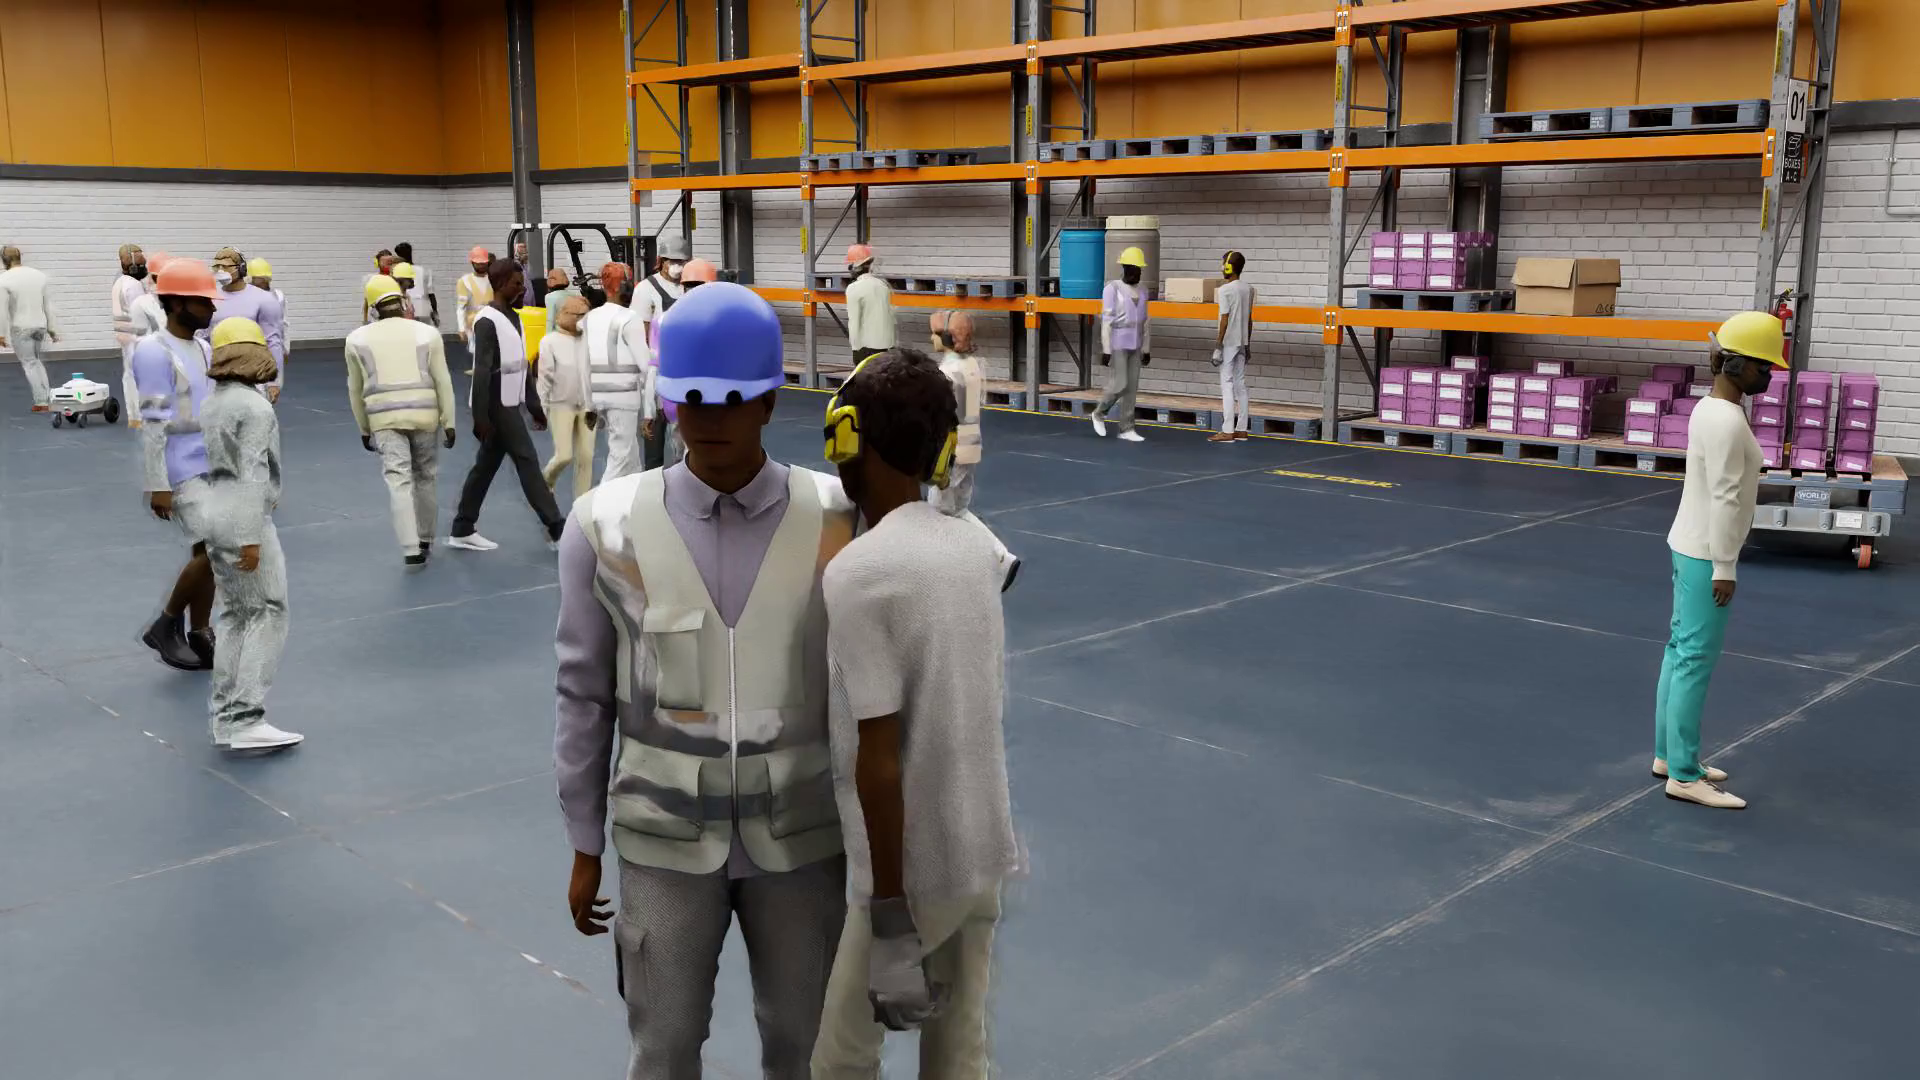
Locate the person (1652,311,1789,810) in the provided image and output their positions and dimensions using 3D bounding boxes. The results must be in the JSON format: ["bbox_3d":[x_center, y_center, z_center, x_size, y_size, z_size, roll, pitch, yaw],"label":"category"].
[{"bbox_3d":[2.724,0.065,5.970,0.342,1.757,0.526,3,11,16],"label":"person"}]

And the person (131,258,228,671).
[{"bbox_3d":[-3.493,-0.320,7.615,0.402,1.918,0.565,0,10,1],"label":"person"}]

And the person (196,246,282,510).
[{"bbox_3d":[-5.271,-1.165,12.174,0.627,1.940,0.372,1,10,4],"label":"person"}]

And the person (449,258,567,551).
[{"bbox_3d":[-2.844,-0.847,10.615,1.004,1.868,0.603,0,10,0],"label":"person"}]

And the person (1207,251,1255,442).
[{"bbox_3d":[2.666,-1.892,16.334,0.531,1.867,0.317,-9,14,-42],"label":"person"}]

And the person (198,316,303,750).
[{"bbox_3d":[-2.849,-0.031,6.628,0.551,1.699,0.442,9,13,39],"label":"person"}]

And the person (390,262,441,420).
[{"bbox_3d":[-6.161,-2.154,18.124,0.828,1.734,0.518,-2,11,-11],"label":"person"}]

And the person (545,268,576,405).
[{"bbox_3d":[-4.759,-2.418,19.843,0.285,1.633,0.497,6,12,29],"label":"person"}]

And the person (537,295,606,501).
[{"bbox_3d":[-2.755,-0.917,11.693,0.532,1.613,0.488,-9,14,-40],"label":"person"}]

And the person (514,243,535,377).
[{"bbox_3d":[-6.265,-3.272,23.753,0.399,1.908,0.643,-1,10,-7],"label":"person"}]

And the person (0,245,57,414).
[{"bbox_3d":[-10.562,-2.364,18.773,0.490,1.912,0.653,4,11,22],"label":"person"}]

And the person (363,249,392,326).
[{"bbox_3d":[-7.047,-2.634,20.426,0.544,1.848,0.383,-6,12,-30],"label":"person"}]

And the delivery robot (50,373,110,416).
[{"bbox_3d":[-9.379,-1.538,17.728,0.477,0.478,0.707,0,10,-3],"label":"delivery robot"}]

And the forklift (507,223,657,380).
[{"bbox_3d":[-5.316,-3.263,22.920,2.313,2.155,1.214,-10,14,-44],"label":"forklift"}]

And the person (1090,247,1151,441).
[{"bbox_3d":[1.612,-1.916,16.357,0.604,1.911,0.532,-9,14,-41],"label":"person"}]

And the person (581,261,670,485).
[{"bbox_3d":[-2.210,-0.902,10.994,0.784,1.850,0.595,-9,14,-42],"label":"person"}]

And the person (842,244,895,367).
[{"bbox_3d":[-0.776,-1.905,16.230,0.923,1.955,0.627,6,12,30],"label":"person"}]

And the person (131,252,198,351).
[{"bbox_3d":[-6.496,-1.429,13.775,1.009,1.880,0.565,10,14,43],"label":"person"}]

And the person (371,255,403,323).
[{"bbox_3d":[-6.454,-2.354,19.060,0.873,1.789,0.565,-3,11,-14],"label":"person"}]

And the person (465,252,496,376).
[{"bbox_3d":[-6.693,-3.270,24.111,0.930,1.799,0.640,-9,14,-40],"label":"person"}]

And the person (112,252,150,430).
[{"bbox_3d":[-8.607,-2.080,17.430,0.430,1.843,0.625,-9,14,-40],"label":"person"}]

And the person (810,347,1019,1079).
[{"bbox_3d":[-0.051,0.591,2.887,0.503,1.828,0.535,8,13,36],"label":"person"}]

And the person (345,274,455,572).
[{"bbox_3d":[-3.431,-0.733,10.245,0.614,1.779,0.861,-4,11,-19],"label":"person"}]

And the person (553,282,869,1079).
[{"bbox_3d":[-0.406,0.519,2.974,0.616,1.942,0.408,-2,11,-8],"label":"person"}]

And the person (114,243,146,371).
[{"bbox_3d":[-8.920,-2.233,18.004,0.372,1.940,0.630,-7,12,-33],"label":"person"}]

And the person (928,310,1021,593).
[{"bbox_3d":[0.006,-0.433,9.024,0.531,1.625,0.526,4,11,21],"label":"person"}]

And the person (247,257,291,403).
[{"bbox_3d":[-7.143,-1.971,16.954,0.673,1.808,0.606,10,14,43],"label":"person"}]

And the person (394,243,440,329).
[{"bbox_3d":[-7.426,-3.047,22.509,0.631,1.906,1.010,-7,12,-33],"label":"person"}]

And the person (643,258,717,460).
[{"bbox_3d":[-1.671,-0.832,10.529,0.590,1.868,1.064,3,11,17],"label":"person"}]

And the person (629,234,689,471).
[{"bbox_3d":[-2.230,-1.395,13.151,0.535,2.000,0.685,9,14,41],"label":"person"}]

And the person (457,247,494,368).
[{"bbox_3d":[-5.825,-2.621,20.270,0.570,1.879,1.008,-5,11,-25],"label":"person"}]
